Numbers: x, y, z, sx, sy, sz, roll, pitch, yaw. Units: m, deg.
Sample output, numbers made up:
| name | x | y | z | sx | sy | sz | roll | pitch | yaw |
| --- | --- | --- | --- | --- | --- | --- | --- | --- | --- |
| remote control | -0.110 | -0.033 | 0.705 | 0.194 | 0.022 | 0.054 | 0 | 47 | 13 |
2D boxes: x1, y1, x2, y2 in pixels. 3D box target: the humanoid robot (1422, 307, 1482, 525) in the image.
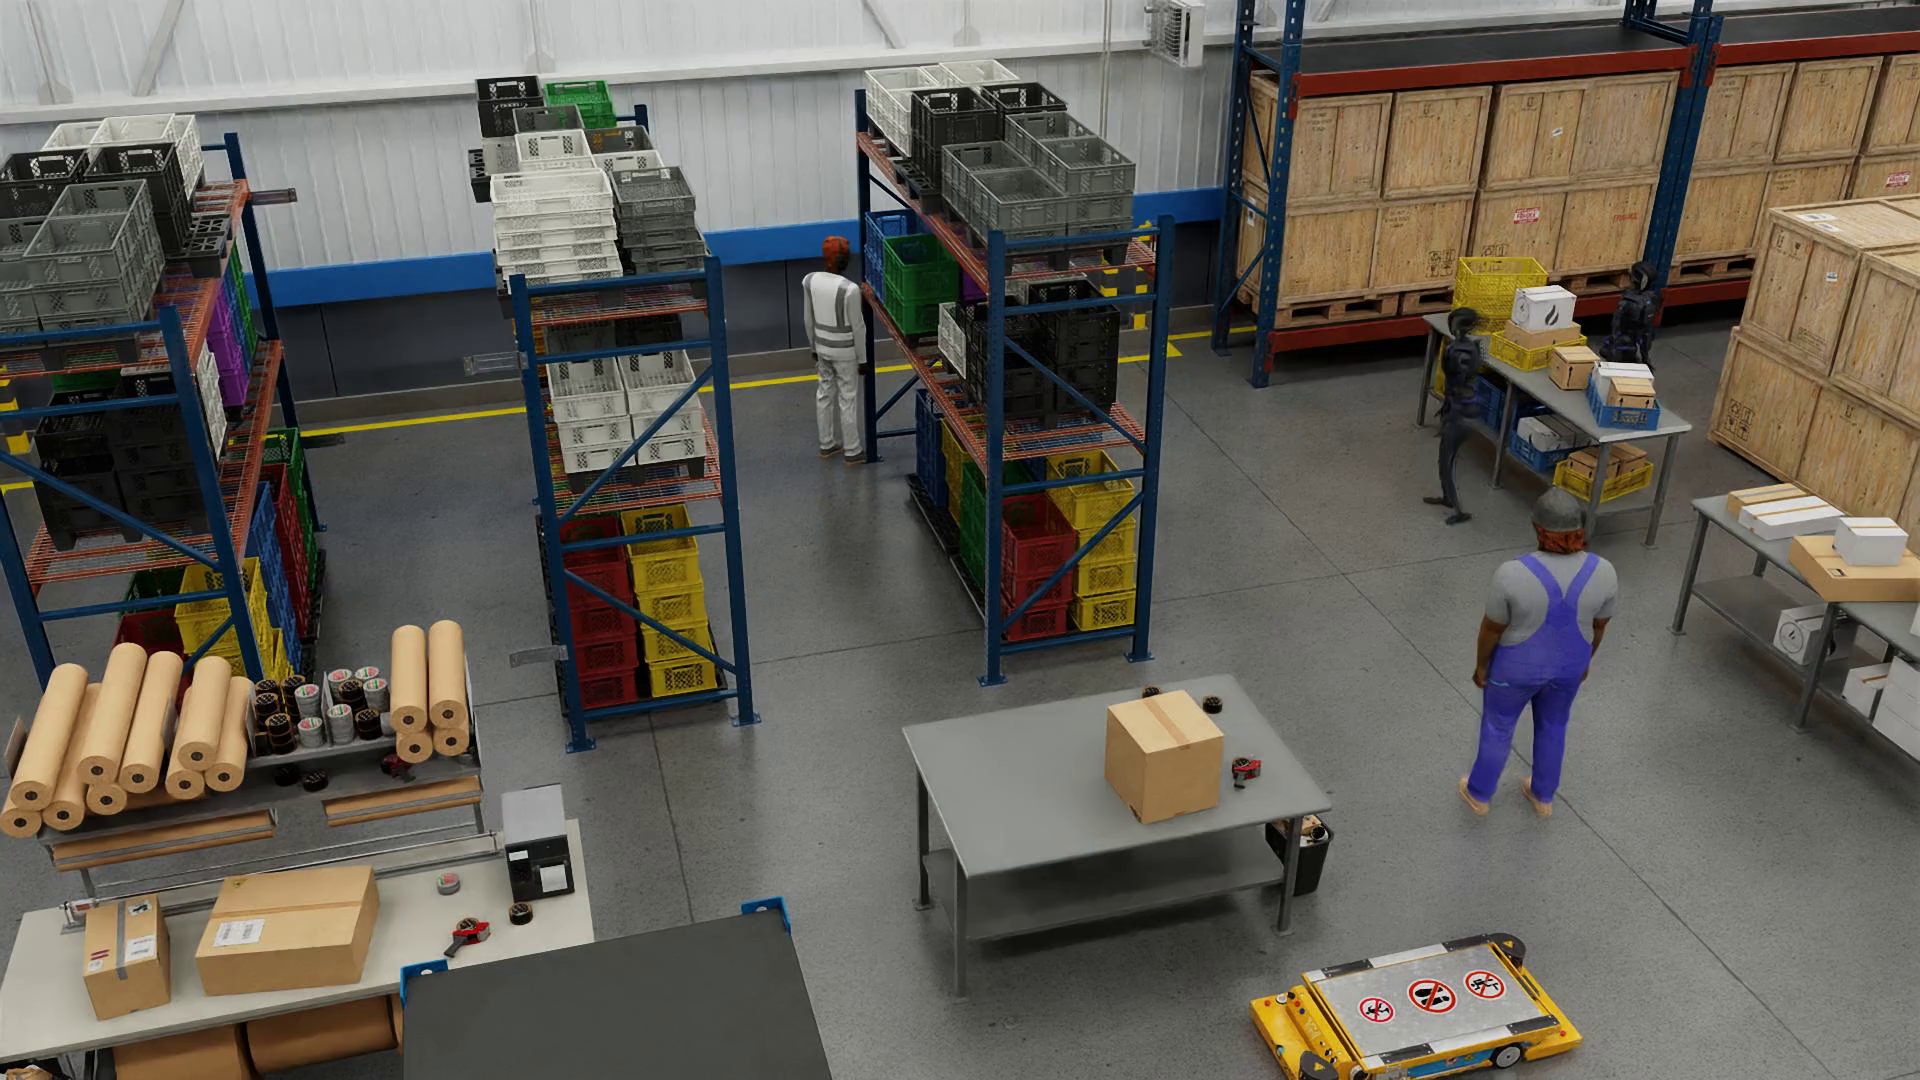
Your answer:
| name | x | y | z | sx | sy | sz | roll | pitch | yaw |
| --- | --- | --- | --- | --- | --- | --- | --- | --- | --- |
| humanoid robot | 3.742 | -0.924 | 12.408 | 0.412 | 1.657 | 0.641 | 6 | 29 | 11 |

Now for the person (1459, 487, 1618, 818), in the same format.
| name | x | y | z | sx | sy | sz | roll | pitch | yaw |
| --- | --- | --- | --- | --- | --- | --- | --- | --- | --- |
| person | 3.168 | 0.624 | 9.189 | 0.679 | 2.000 | 0.536 | 0 | 29 | 0 |

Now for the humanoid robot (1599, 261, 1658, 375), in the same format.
| name | x | y | z | sx | sy | sz | roll | pitch | yaw |
| --- | --- | --- | --- | --- | --- | --- | --- | --- | --- |
| humanoid robot | 5.313 | -1.423 | 13.276 | 0.600 | 1.654 | 0.325 | -21 | 35 | -33 |

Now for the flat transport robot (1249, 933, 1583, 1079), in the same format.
| name | x | y | z | sx | sy | sz | roll | pitch | yaw |
| --- | --- | --- | --- | --- | --- | --- | --- | --- | --- |
| flat transport robot | 2.184 | 2.282 | 7.980 | 1.431 | 0.197 | 0.652 | -8 | 30 | -14 |

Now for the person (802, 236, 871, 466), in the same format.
| name | x | y | z | sx | sy | sz | roll | pitch | yaw |
| --- | --- | --- | --- | --- | --- | --- | --- | --- | --- |
| person | -0.966 | -1.496 | 13.205 | 0.572 | 1.886 | 0.354 | 19 | 34 | 31 |
